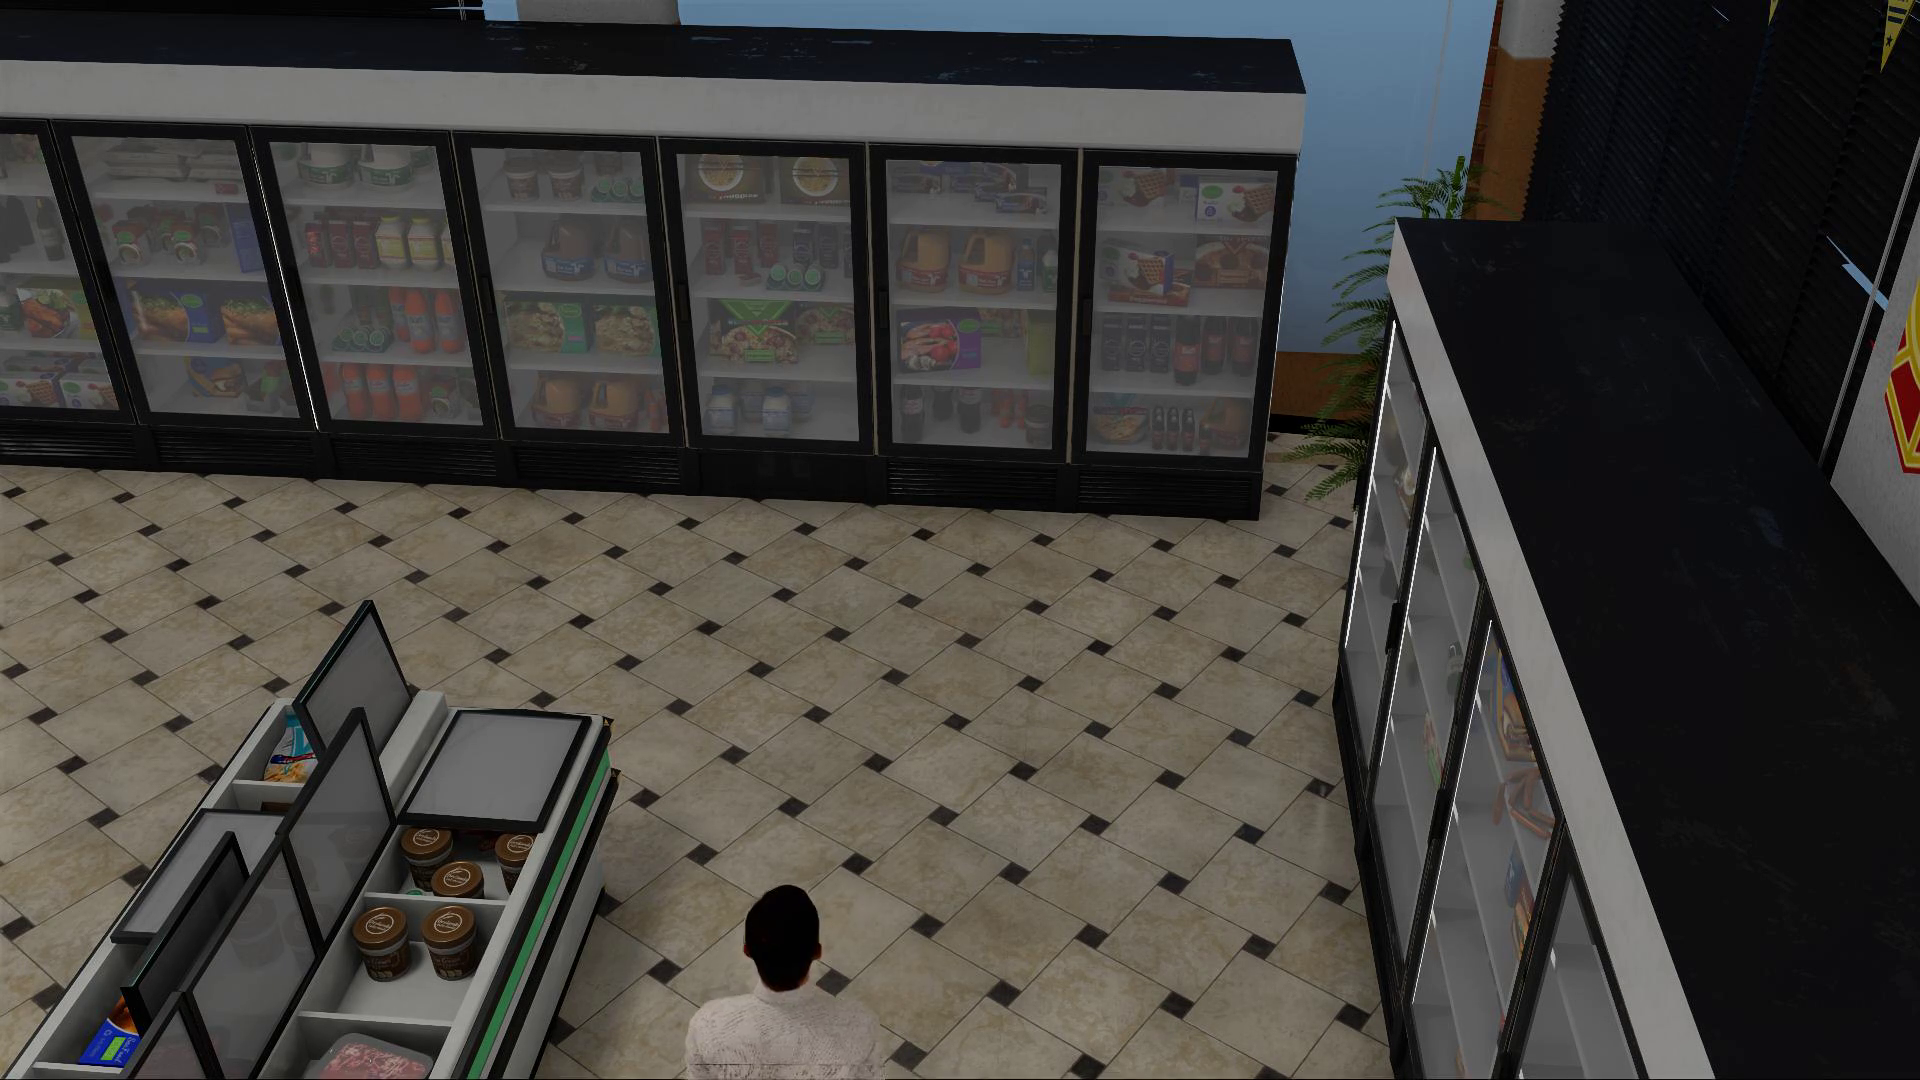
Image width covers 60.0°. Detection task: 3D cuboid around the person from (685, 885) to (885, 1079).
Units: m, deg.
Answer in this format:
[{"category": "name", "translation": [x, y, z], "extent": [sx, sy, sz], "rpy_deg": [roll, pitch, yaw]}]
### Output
[{"category": "person", "translation": [-0.437, 1.699, 4.261], "extent": [0.789, 1.778, 1.077], "rpy_deg": [-3, 32, -6]}]
